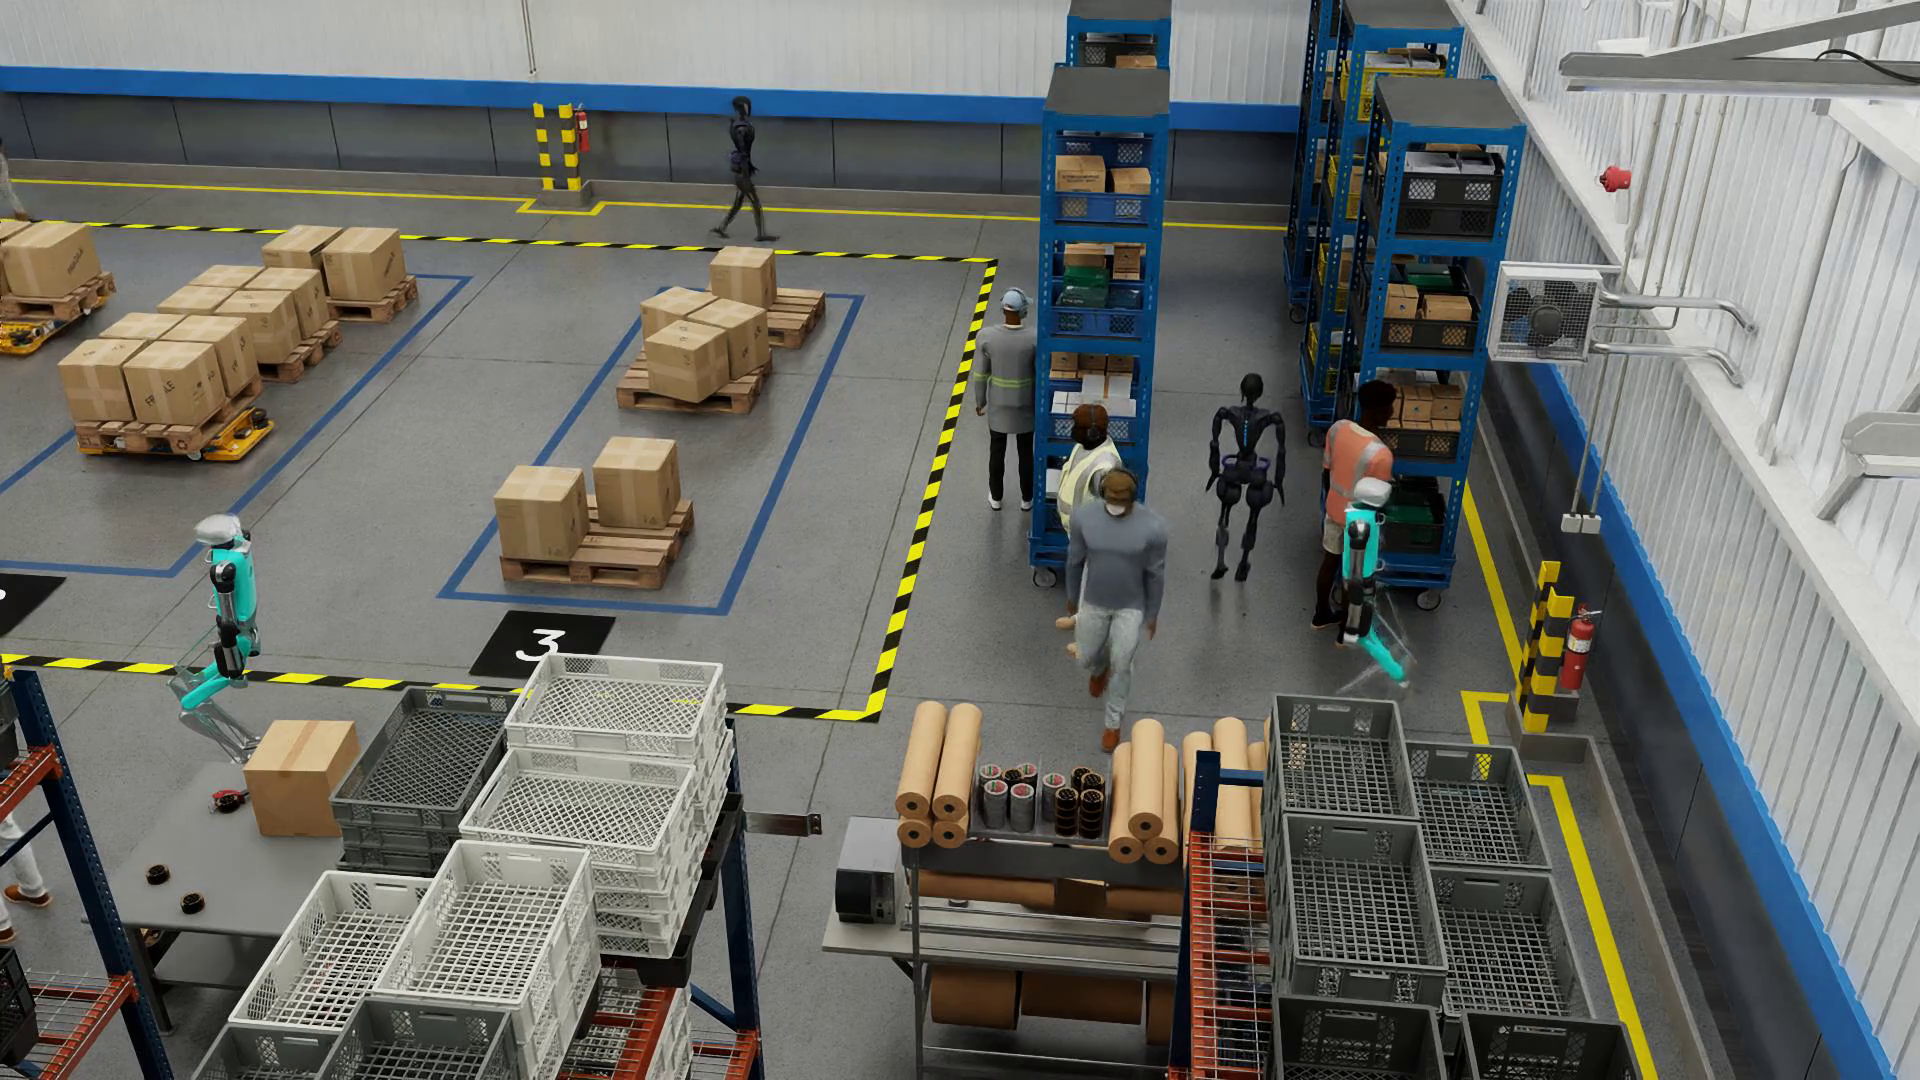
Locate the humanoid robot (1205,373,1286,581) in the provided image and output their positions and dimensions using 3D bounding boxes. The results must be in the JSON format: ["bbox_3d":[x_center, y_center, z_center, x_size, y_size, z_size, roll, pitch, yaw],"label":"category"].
[{"bbox_3d":[2.054,-0.419,11.990,0.588,1.642,0.472,9,31,14],"label":"humanoid robot"}]

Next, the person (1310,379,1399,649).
[{"bbox_3d":[2.685,-0.180,11.298,0.367,1.962,0.608,-13,33,-22],"label":"person"}]

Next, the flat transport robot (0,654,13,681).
[{"bbox_3d":[-7.142,0.969,11.010,1.431,0.231,0.659,3,30,6],"label":"flat transport robot"}]

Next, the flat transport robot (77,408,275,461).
[{"bbox_3d":[-6.728,-0.944,14.268,1.431,0.197,0.652,3,30,6],"label":"flat transport robot"}]

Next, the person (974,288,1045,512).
[{"bbox_3d":[0.410,-1.100,12.988,0.597,1.850,0.397,3,30,5],"label":"person"}]

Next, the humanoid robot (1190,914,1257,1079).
[{"bbox_3d":[1.162,2.322,7.328,0.762,1.628,0.602,16,34,26],"label":"humanoid robot"}]

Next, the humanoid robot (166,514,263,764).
[{"bbox_3d":[-4.517,0.631,10.002,0.735,1.673,0.533,-5,31,-8],"label":"humanoid robot"}]

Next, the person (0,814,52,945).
[{"bbox_3d":[-5.318,1.320,8.813,0.358,1.877,0.573,6,31,11],"label":"person"}]

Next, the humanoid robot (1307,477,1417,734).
[{"bbox_3d":[2.635,0.459,10.434,0.803,1.790,0.569,8,31,14],"label":"humanoid robot"}]

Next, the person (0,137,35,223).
[{"bbox_3d":[-10.985,-4.410,18.676,0.955,1.835,0.608,17,34,27],"label":"person"}]

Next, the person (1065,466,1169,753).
[{"bbox_3d":[0.962,0.376,10.384,0.641,1.917,0.635,8,31,14],"label":"person"}]

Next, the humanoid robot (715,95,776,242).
[{"bbox_3d":[-2.408,-4.093,18.349,0.517,1.677,0.604,-2,30,-3],"label":"humanoid robot"}]

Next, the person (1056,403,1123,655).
[{"bbox_3d":[0.865,-0.082,11.250,0.429,1.841,0.633,-5,31,-8],"label":"person"}]

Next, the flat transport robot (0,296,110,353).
[{"bbox_3d":[-9.139,-2.231,16.478,0.652,0.197,1.431,3,30,6],"label":"flat transport robot"}]
